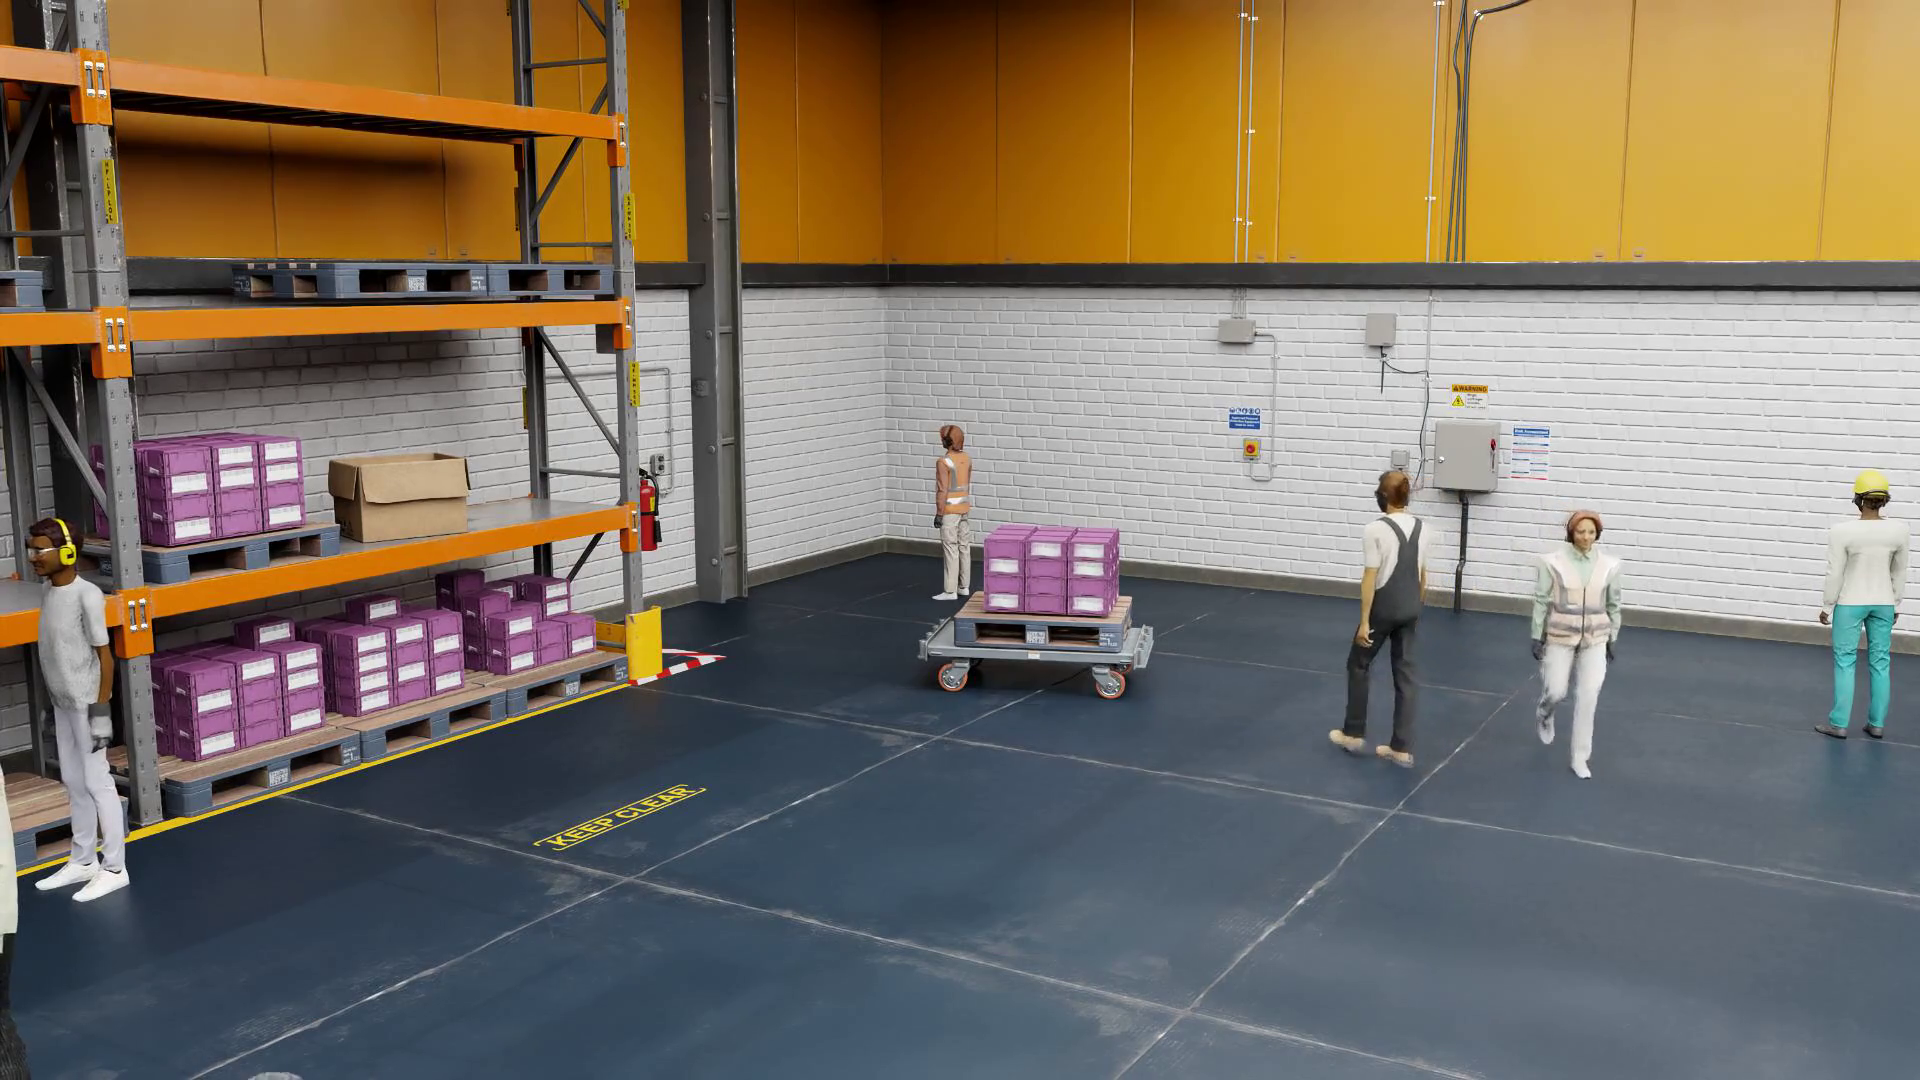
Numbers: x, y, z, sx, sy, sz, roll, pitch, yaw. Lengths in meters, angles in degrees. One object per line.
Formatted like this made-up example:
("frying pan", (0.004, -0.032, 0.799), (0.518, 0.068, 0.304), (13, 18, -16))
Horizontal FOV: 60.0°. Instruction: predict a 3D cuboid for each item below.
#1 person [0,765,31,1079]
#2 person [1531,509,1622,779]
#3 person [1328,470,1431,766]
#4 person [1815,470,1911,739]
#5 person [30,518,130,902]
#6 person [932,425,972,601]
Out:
("person", (-3.167, 1.213, 5.209), (0.612, 1.990, 0.392), (8, 12, 43))
("person", (3.755, 0.599, 10.177), (0.528, 1.618, 0.621), (1, 9, 7))
("person", (2.628, 0.463, 10.406), (0.555, 1.820, 0.750), (-4, 10, -22))
("person", (5.871, 0.424, 10.831), (0.525, 1.769, 0.313), (0, 9, 0))
("person", (-4.298, 0.814, 8.070), (0.521, 1.873, 0.335), (6, 11, 35))
("person", (-0.065, -0.253, 15.438), (0.309, 1.645, 0.514), (5, 11, 30))
